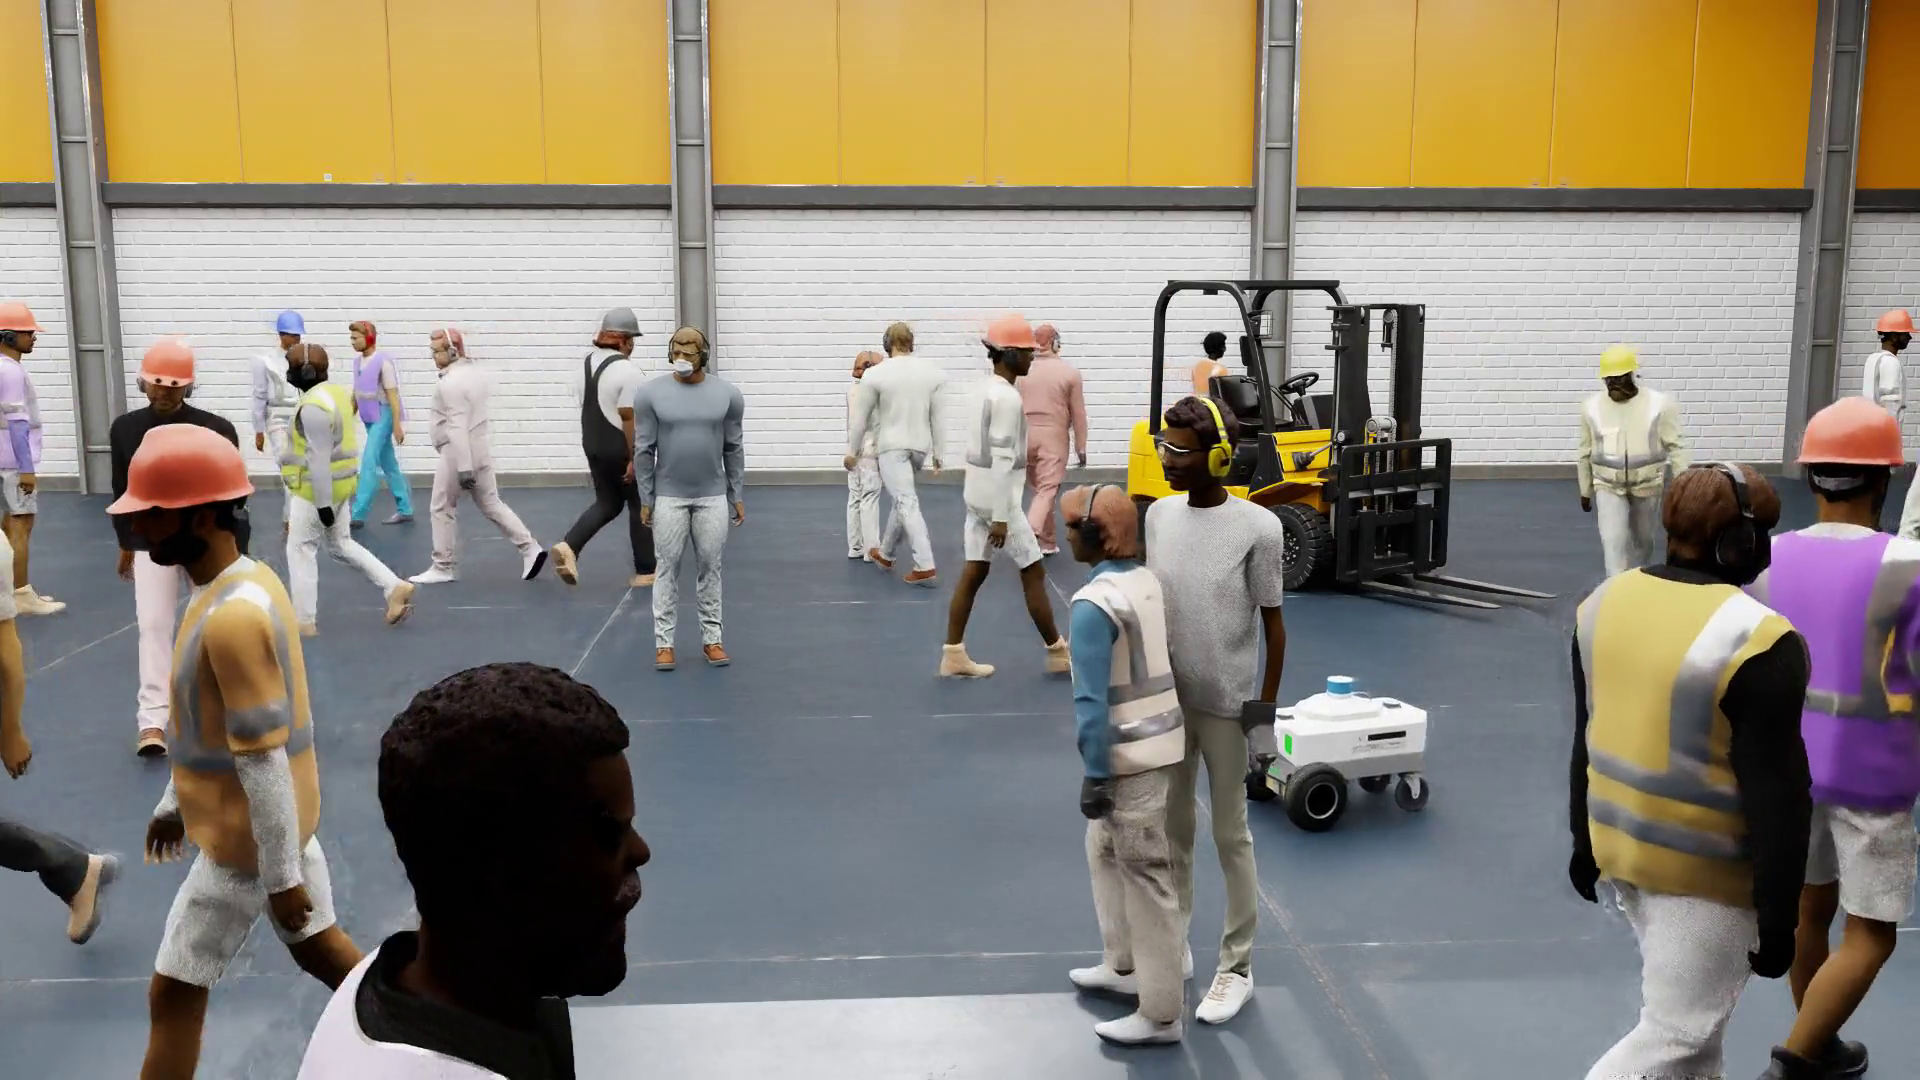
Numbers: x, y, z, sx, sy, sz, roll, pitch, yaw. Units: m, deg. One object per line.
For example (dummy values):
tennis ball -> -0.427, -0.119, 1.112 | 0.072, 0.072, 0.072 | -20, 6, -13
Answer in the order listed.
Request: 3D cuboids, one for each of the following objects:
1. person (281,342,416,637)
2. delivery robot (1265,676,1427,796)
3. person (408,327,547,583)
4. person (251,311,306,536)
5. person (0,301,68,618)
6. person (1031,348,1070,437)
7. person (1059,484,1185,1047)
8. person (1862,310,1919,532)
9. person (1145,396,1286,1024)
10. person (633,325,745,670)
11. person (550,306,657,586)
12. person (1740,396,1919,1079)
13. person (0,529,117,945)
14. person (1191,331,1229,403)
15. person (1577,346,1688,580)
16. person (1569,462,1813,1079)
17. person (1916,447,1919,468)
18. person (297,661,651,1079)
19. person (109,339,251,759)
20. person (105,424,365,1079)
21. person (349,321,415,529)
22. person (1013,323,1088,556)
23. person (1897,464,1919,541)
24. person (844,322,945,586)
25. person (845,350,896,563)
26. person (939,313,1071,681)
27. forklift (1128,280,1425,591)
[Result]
person -> -3.837, -0.308, 10.199 | 0.790, 1.813, 0.626 | -1, 9, -5
delivery robot -> 1.560, 0.805, 6.857 | 0.707, 0.478, 0.477 | -4, 10, -21
person -> -3.470, -0.597, 11.896 | 0.945, 1.863, 0.644 | 0, 9, 3
person -> -5.468, -0.932, 13.793 | 0.909, 1.906, 0.634 | 8, 12, 39
person -> -6.108, -0.522, 10.827 | 0.396, 2.042, 0.610 | -7, 11, -37
person -> 0.719, -0.993, 15.185 | 0.528, 1.590, 0.827 | 3, 9, 17
person -> 0.470, 0.643, 4.846 | 0.485, 1.607, 0.514 | 4, 10, 23
person -> 7.433, -0.874, 13.365 | 0.355, 1.939, 0.544 | 2, 9, 10
person -> 0.722, 0.501, 4.964 | 0.319, 1.865, 0.521 | -9, 13, -44
person -> -1.514, -0.238, 9.381 | 0.629, 1.937, 0.379 | -3, 9, -17
person -> -2.463, -0.658, 11.690 | 0.689, 2.000, 0.809 | 8, 12, 42
person -> 2.214, 0.593, 4.241 | 0.851, 1.913, 0.567 | -6, 11, -32
person -> -2.990, 0.511, 5.042 | 0.520, 1.827, 0.787 | 6, 11, 31
person -> 2.406, -1.192, 16.170 | 0.584, 1.679, 0.545 | -5, 10, -30
person -> 4.332, -0.368, 10.729 | 0.680, 1.775, 0.910 | 4, 10, 22
person -> 1.578, 0.726, 3.736 | 0.867, 1.816, 0.636 | -3, 9, -16
person -> 8.671, -1.029, 14.479 | 0.512, 1.888, 0.660 | 1, 9, 4
person -> -0.554, 1.036, 1.567 | 0.958, 1.878, 0.592 | -4, 10, -24
person -> -3.667, 0.024, 7.797 | 0.685, 1.921, 1.025 | 0, 9, -3
person -> -1.705, 0.662, 3.922 | 1.013, 1.885, 0.562 | -3, 10, -19
person -> -5.217, -1.001, 14.568 | 0.884, 1.800, 0.594 | -8, 12, -40
person -> 0.628, -0.732, 12.771 | 0.649, 1.859, 0.991 | 4, 10, 22
person -> 4.332, 0.191, 7.303 | 0.558, 1.724, 0.568 | -6, 11, -33
person -> -0.436, -0.633, 12.068 | 0.652, 1.880, 1.054 | -5, 11, -31
person -> -0.715, -0.639, 12.832 | 0.311, 1.639, 0.512 | -5, 10, -30
person -> 0.335, -0.215, 9.037 | 1.006, 1.996, 0.638 | -2, 9, -15
forklift -> 2.301, -0.860, 12.475 | 1.214, 2.155, 2.313 | -6, 11, -35
